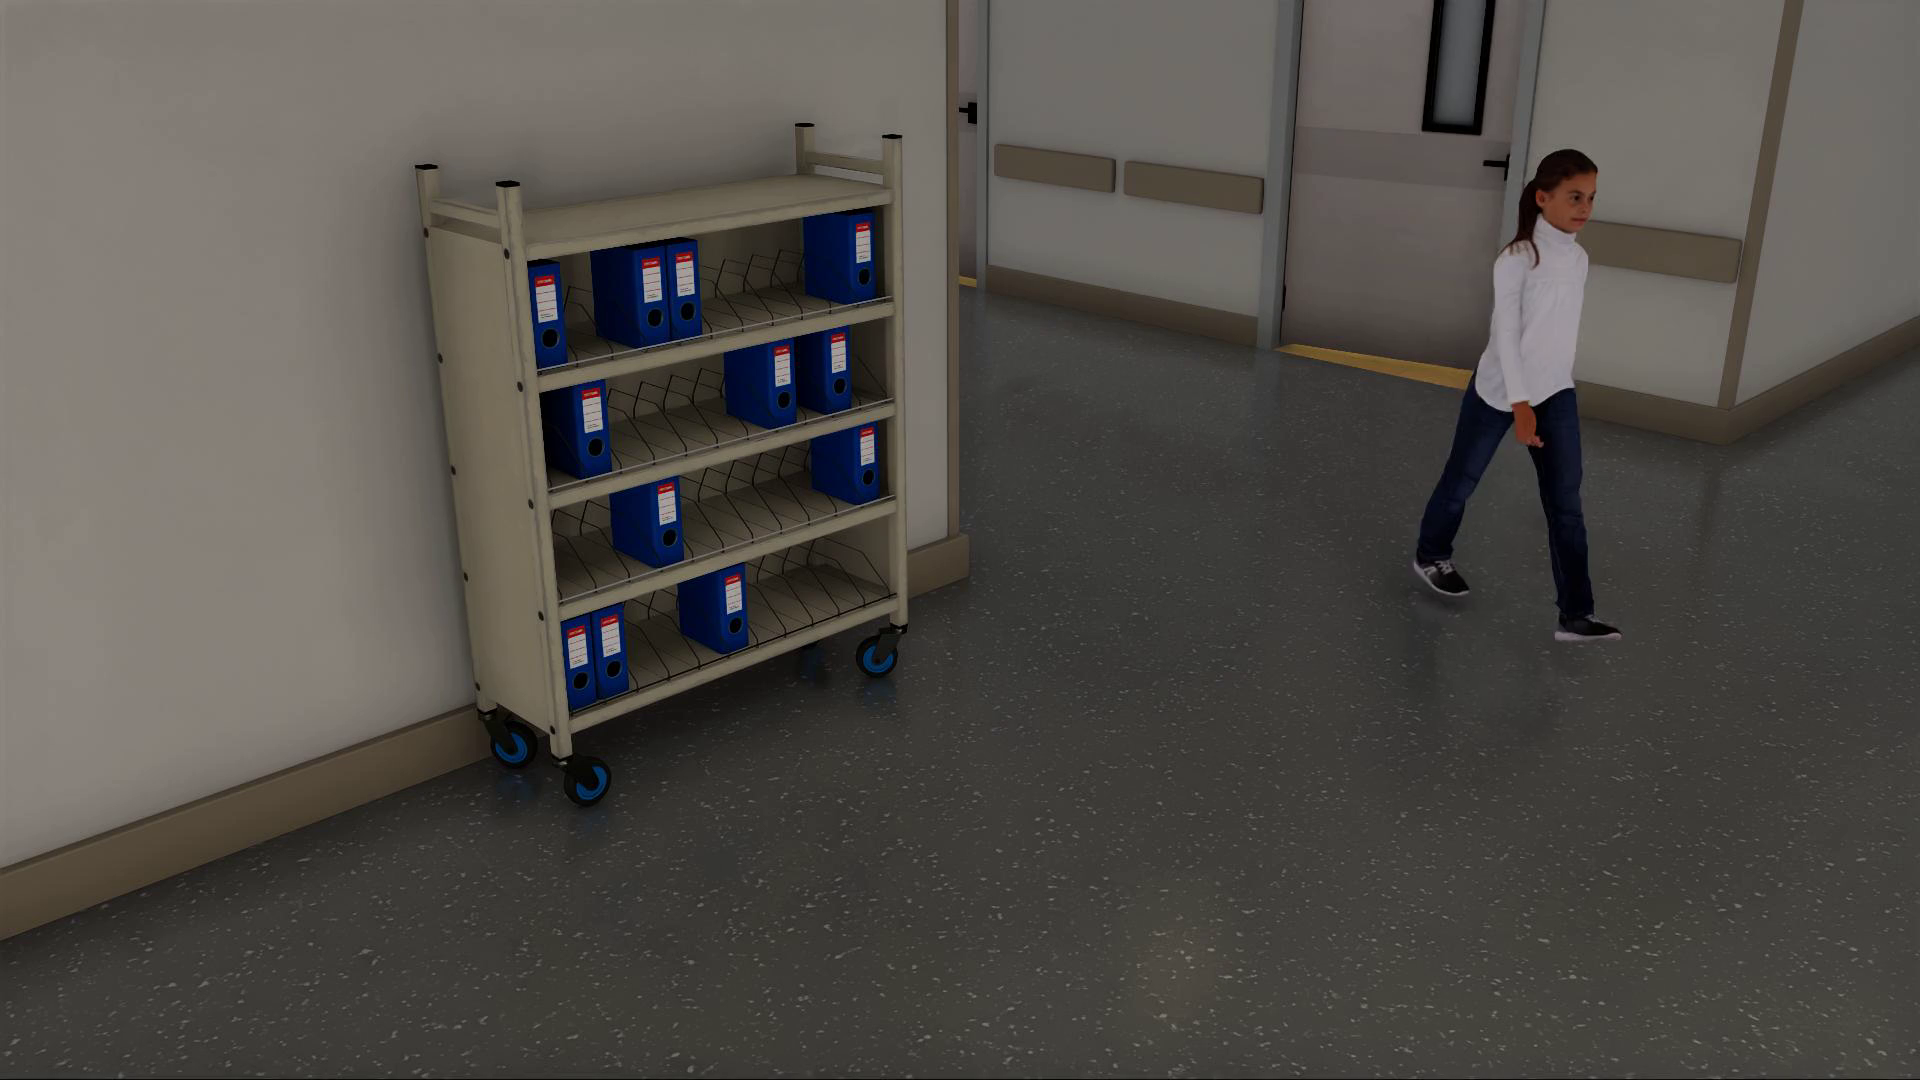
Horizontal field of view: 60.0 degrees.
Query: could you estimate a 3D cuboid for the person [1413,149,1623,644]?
[{"bbox_3d":[1.733,-0.453,5.328,1.095,1.501,0.933,-6,22,-16],"label":"person"}]
